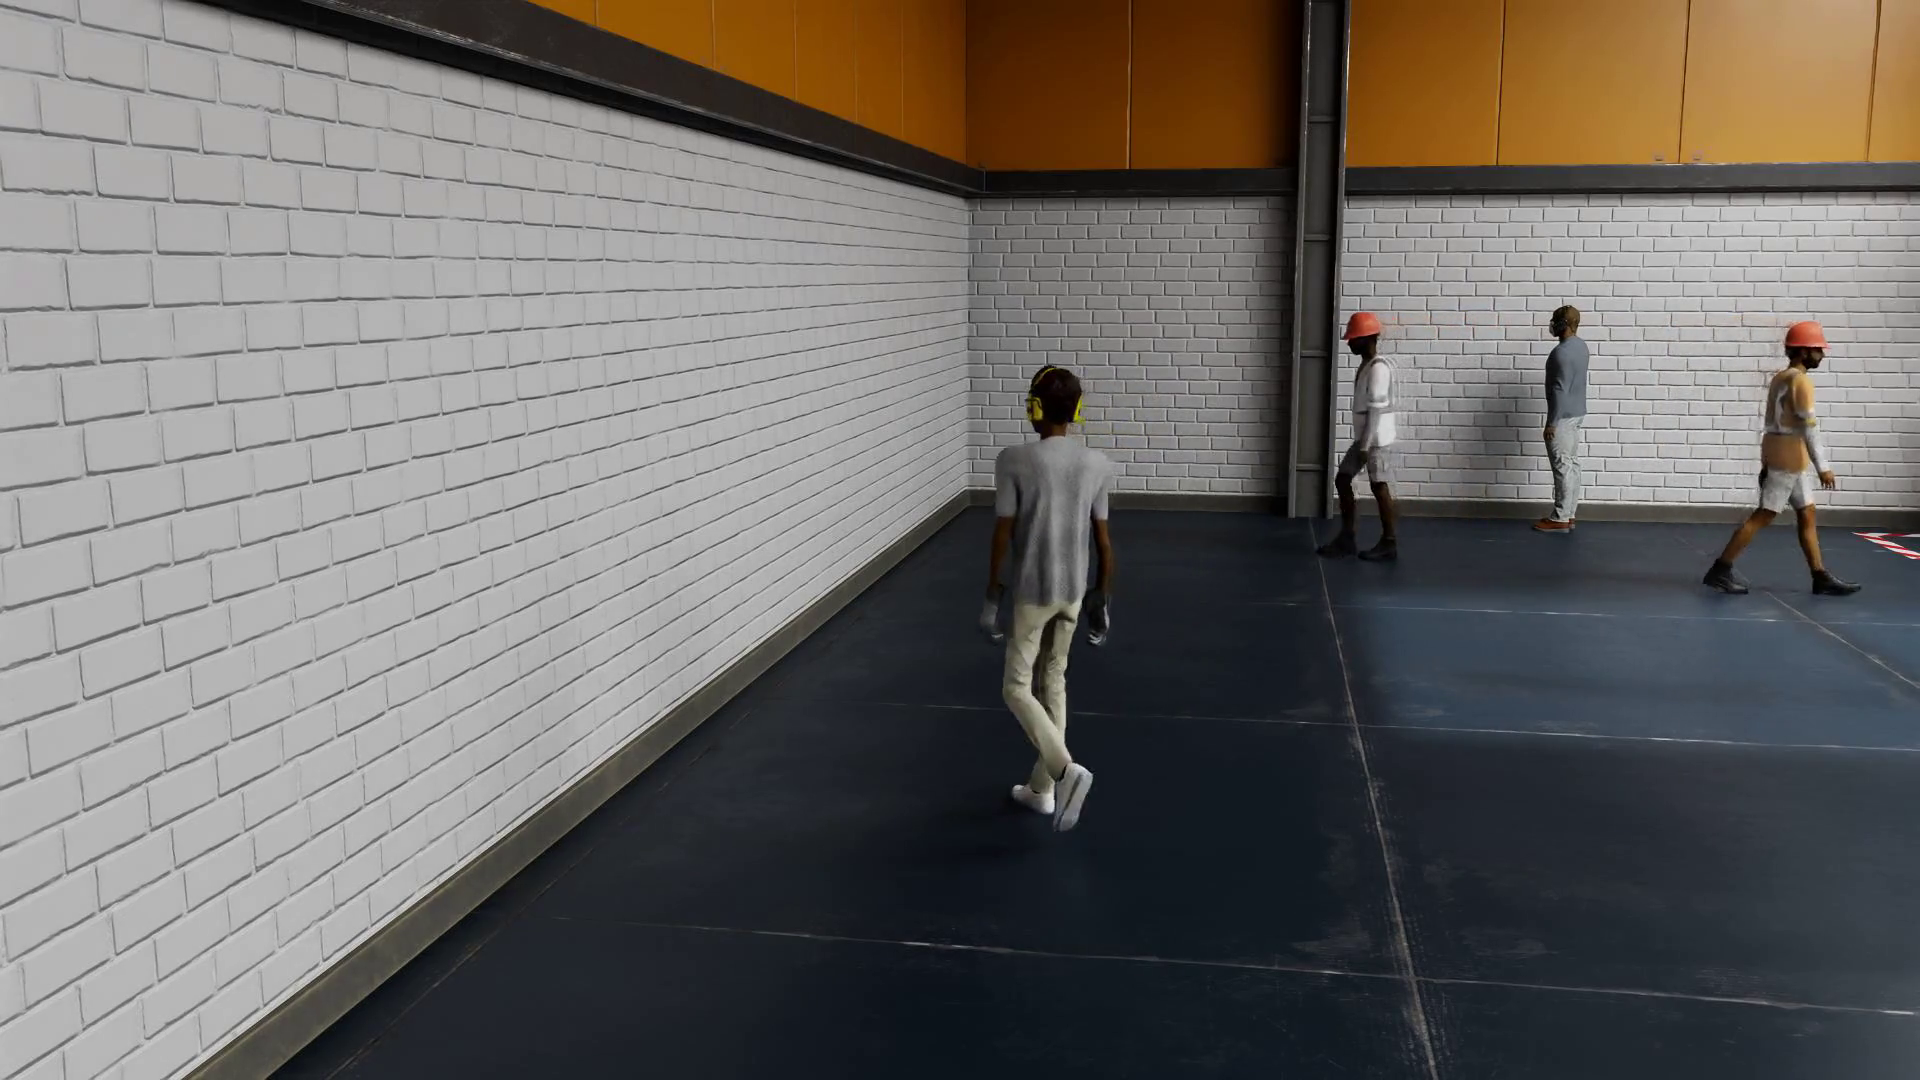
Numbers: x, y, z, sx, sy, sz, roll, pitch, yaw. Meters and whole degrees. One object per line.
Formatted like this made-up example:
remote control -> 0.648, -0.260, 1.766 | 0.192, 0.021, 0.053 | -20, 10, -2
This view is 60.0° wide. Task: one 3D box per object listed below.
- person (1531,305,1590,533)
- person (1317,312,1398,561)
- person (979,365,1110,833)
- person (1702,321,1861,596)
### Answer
person -> 5.140, -1.030, 14.194 | 0.373, 1.940, 0.628 | 6, 11, 34
person -> 3.039, -0.772, 12.686 | 0.756, 1.903, 0.559 | 0, 9, 1
person -> 0.363, 0.241, 6.600 | 0.539, 1.848, 0.662 | -4, 10, -24
person -> 5.631, -0.542, 11.356 | 1.013, 1.894, 0.563 | 3, 10, 16
